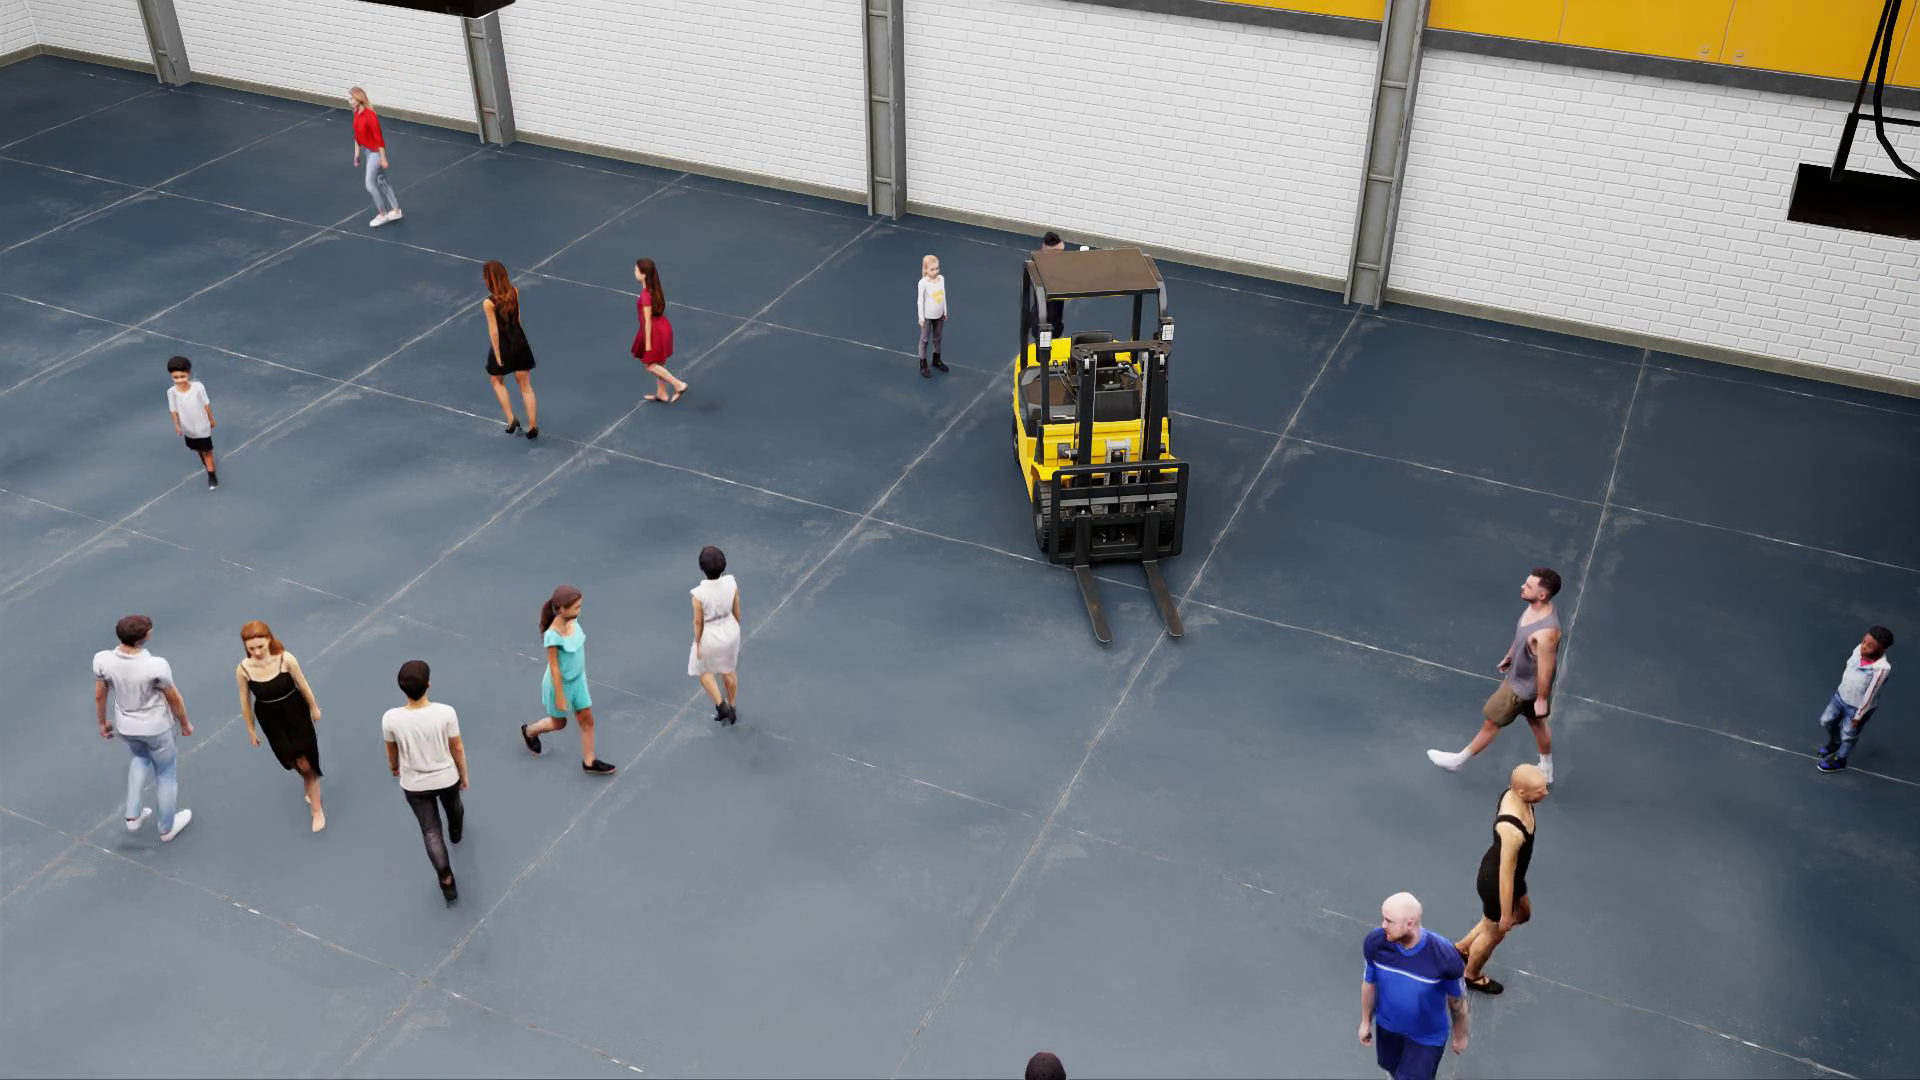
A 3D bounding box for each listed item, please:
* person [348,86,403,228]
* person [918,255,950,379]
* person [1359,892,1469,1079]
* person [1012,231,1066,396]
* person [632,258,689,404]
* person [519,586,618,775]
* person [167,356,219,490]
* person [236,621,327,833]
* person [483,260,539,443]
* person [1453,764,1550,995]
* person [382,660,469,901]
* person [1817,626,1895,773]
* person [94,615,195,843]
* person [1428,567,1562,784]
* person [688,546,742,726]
[{"bbox_3d":[-7.014,-4.667,20.119,0.812,1.684,0.750,-27,42,-34],"label":"person"},{"bbox_3d":[-0.285,-2.302,16.926,0.575,1.279,0.607,-22,40,-30],"label":"person"},{"bbox_3d":[2.483,2.629,9.036,0.692,1.801,0.897,14,36,21],"label":"person"},{"bbox_3d":[0.750,-2.081,16.000,0.961,1.937,0.903,-4,34,-6],"label":"person"},{"bbox_3d":[-2.917,-2.018,16.262,0.835,1.542,0.689,3,34,5],"label":"person"},{"bbox_3d":[-2.854,0.996,11.740,1.004,1.527,0.625,14,36,20],"label":"person"},{"bbox_3d":[-6.988,-1.117,15.176,0.819,1.243,0.871,-11,35,-16],"label":"person"},{"bbox_3d":[-4.628,1.168,11.414,0.886,1.603,0.923,-8,34,-12],"label":"person"},{"bbox_3d":[-4.139,-1.733,15.578,0.734,1.824,0.669,25,41,33],"label":"person"},{"bbox_3d":[3.158,2.013,9.960,0.656,1.804,0.677,13,36,18],"label":"person"},{"bbox_3d":[-3.426,1.573,10.734,1.081,1.681,1.134,-10,35,-15],"label":"person"},{"bbox_3d":[6.412,1.121,11.800,0.638,1.253,0.582,-8,35,-12],"label":"person"},{"bbox_3d":[-5.440,1.264,11.077,0.717,1.815,0.899,-4,34,-7],"label":"person"},{"bbox_3d":[4.016,0.990,11.496,1.179,1.802,0.775,8,34,12],"label":"person"},{"bbox_3d":[-1.729,0.751,12.094,0.692,1.543,0.733,-24,40,-31],"label":"person"}]
